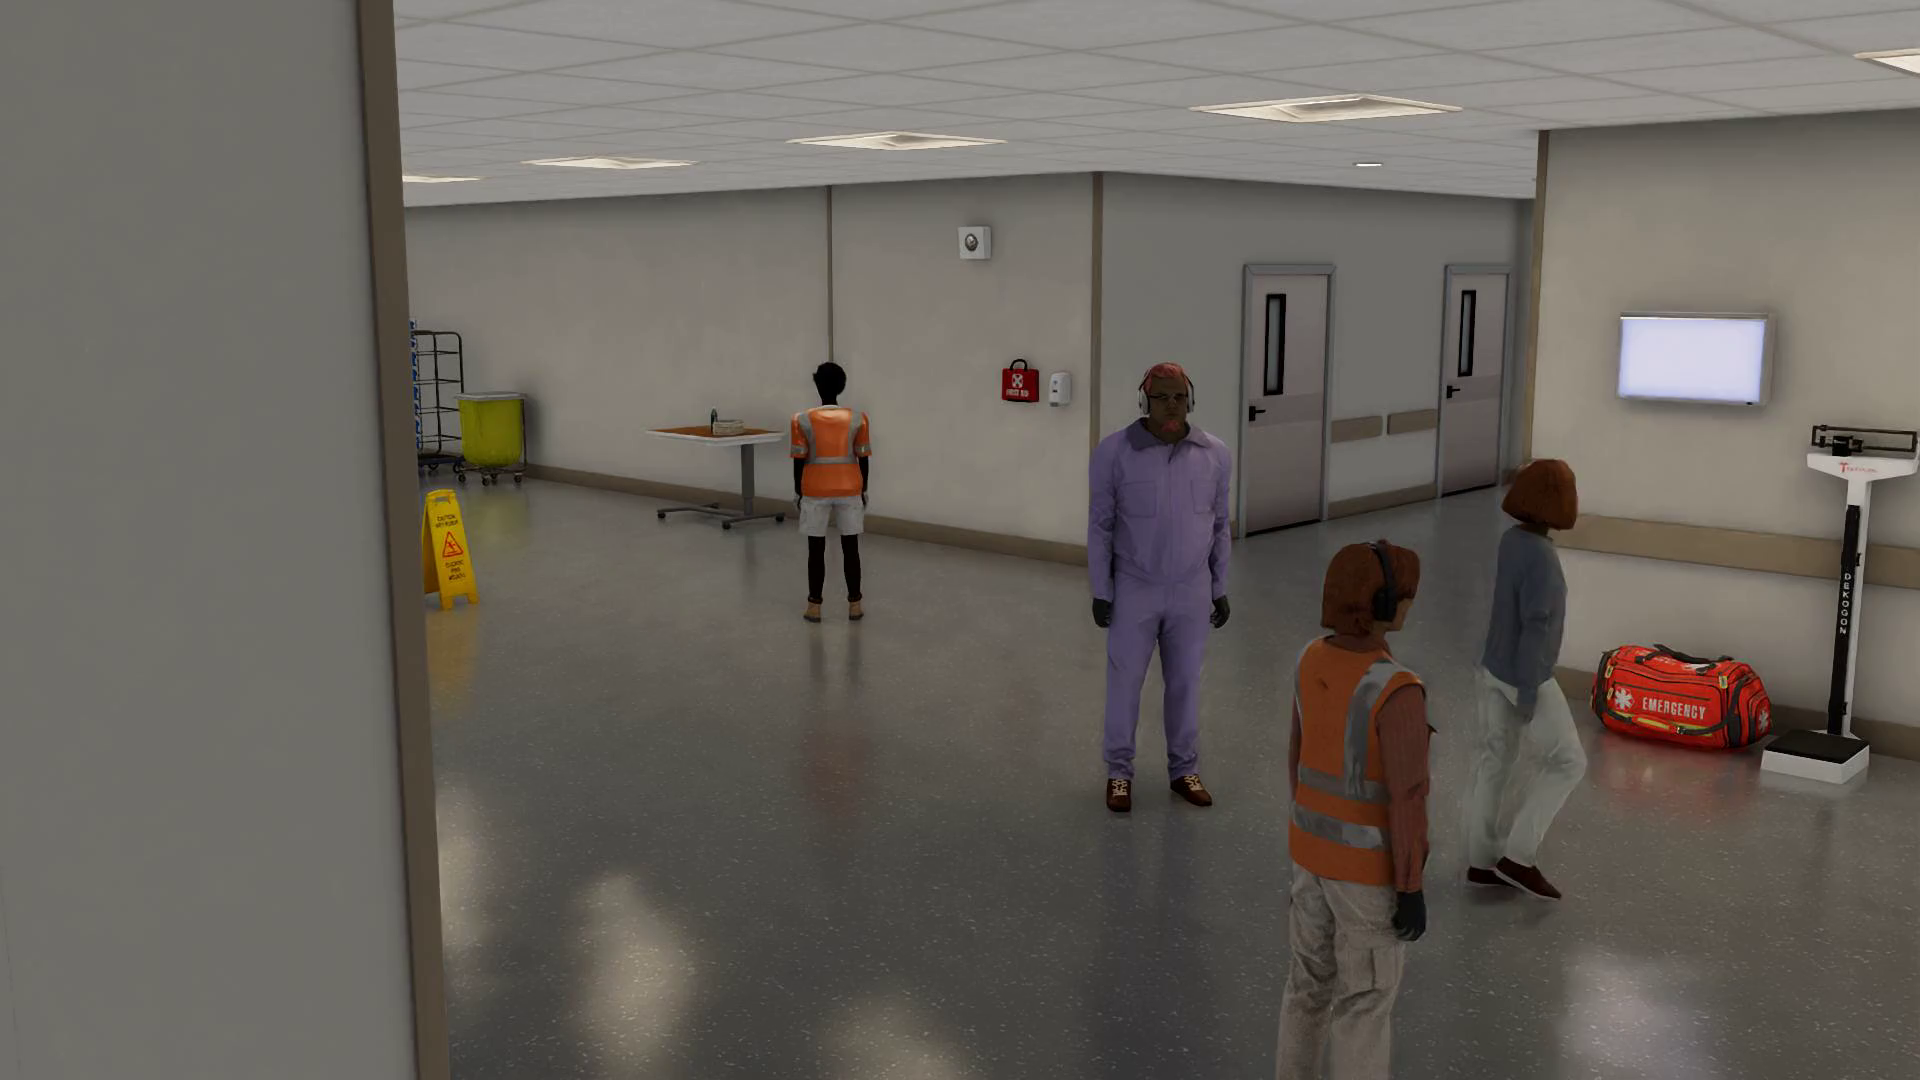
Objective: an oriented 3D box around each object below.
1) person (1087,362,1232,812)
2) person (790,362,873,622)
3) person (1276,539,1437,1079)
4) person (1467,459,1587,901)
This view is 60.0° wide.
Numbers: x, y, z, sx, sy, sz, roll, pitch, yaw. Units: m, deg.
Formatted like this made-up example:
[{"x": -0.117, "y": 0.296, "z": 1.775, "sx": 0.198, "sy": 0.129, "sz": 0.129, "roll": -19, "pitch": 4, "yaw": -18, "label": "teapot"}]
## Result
[{"x": 0.862, "y": 0.201, "z": 7.091, "sx": 0.642, "sy": 1.909, "sz": 0.410, "roll": -2, "pitch": 9, "yaw": -11, "label": "person"}, {"x": -0.838, "y": -0.307, "z": 10.837, "sx": 0.538, "sy": 1.700, "sz": 0.317, "roll": -2, "pitch": 9, "yaw": -10, "label": "person"}, {"x": 0.983, "y": 0.814, "z": 4.153, "sx": 0.311, "sy": 1.639, "sz": 0.522, "roll": -3, "pitch": 10, "yaw": -19, "label": "person"}, {"x": 2.083, "y": 0.509, "z": 6.072, "sx": 0.430, "sy": 1.619, "sz": 0.500, "roll": 0, "pitch": 9, "yaw": -2, "label": "person"}]
